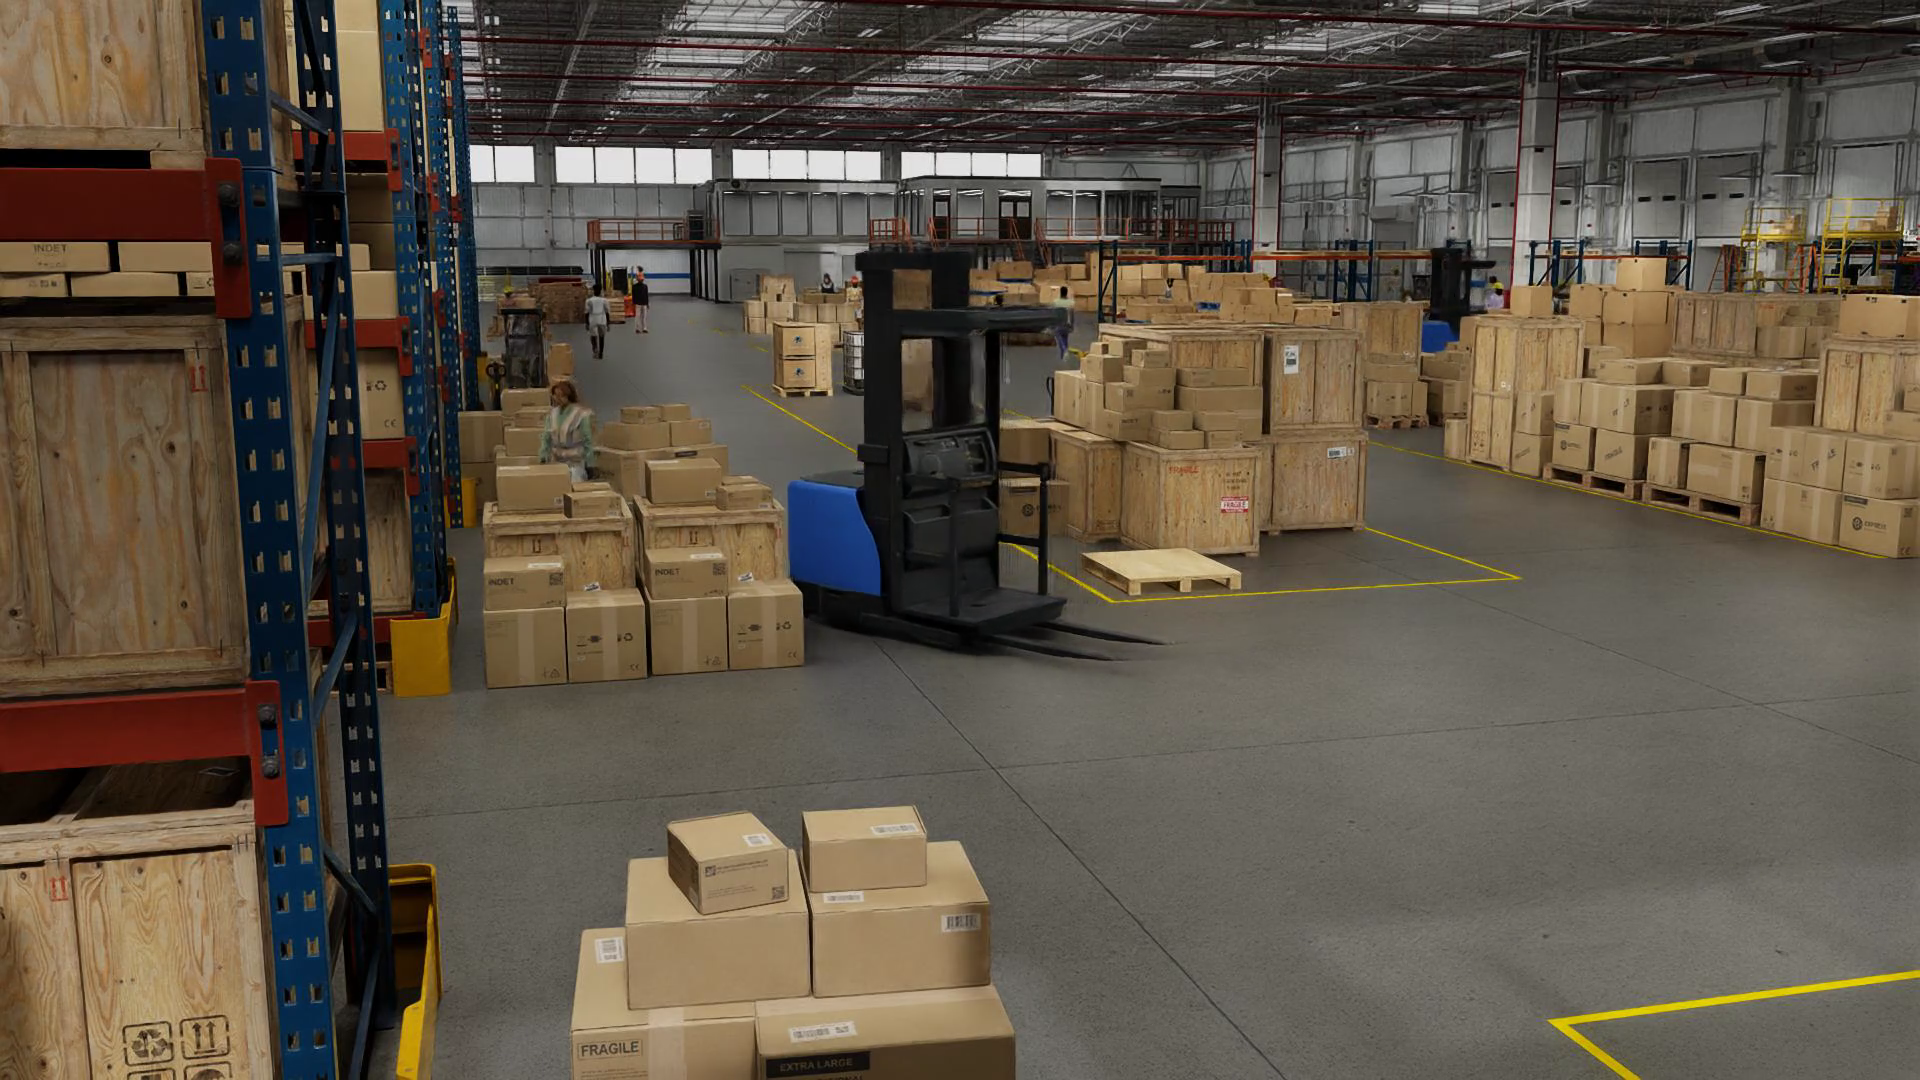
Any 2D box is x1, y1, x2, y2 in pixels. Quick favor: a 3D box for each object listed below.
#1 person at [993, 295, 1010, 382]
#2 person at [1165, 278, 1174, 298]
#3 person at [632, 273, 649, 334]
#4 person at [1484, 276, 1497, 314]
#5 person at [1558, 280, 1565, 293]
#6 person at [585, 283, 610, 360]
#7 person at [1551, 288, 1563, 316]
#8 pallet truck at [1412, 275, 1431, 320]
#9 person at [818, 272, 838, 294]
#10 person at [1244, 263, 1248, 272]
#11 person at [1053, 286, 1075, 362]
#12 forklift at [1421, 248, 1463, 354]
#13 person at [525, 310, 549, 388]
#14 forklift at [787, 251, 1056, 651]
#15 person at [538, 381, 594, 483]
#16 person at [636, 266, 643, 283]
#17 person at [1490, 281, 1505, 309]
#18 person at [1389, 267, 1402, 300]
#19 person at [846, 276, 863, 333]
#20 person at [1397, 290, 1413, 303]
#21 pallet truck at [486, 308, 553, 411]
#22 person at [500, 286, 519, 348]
[{"bbox_3d":[0.853,-4.244,35.188,0.557,1.834,0.510,-9,13,-41],"label":"person"},{"bbox_3d":[6.739,-7.507,53.588,0.328,1.862,0.501,2,10,10],"label":"person"},{"bbox_3d":[-10.514,-7.799,54.840,0.386,1.992,0.625,9,14,42],"label":"person"},{"bbox_3d":[18.789,-8.421,58.852,0.430,1.837,0.621,10,14,44],"label":"person"},{"bbox_3d":[20.879,-8.148,57.668,0.895,1.707,0.488,3,10,14],"label":"person"},{"bbox_3d":[-9.130,-5.495,41.934,0.613,1.944,0.572,-3,10,-16],"label":"person"},{"bbox_3d":[15.284,-5.616,43.033,0.517,1.795,0.956,-2,10,-14],"label":"person"},{"bbox_3d":[14.620,-7.324,52.145,0.823,1.965,1.885,8,13,40],"label":"pallet truck"},{"bbox_3d":[-4.400,-7.914,55.363,0.683,2.000,0.768,-1,10,-6],"label":"person"},{"bbox_3d":[15.903,-14.422,92.500,0.638,1.955,0.913,-2,10,-10],"label":"person"},{"bbox_3d":[2.575,-5.348,41.238,0.603,1.897,0.600,-4,11,-20],"label":"person"},{"bbox_3d":[11.440,-5.514,39.394,1.873,2.768,1.129,-3,10,-15],"label":"forklift"},{"bbox_3d":[-6.718,-2.705,26.276,0.523,1.896,0.658,1,10,4],"label":"person"},{"bbox_3d":[-0.340,-0.757,12.457,1.873,2.768,1.129,9,13,41],"label":"forklift"},{"bbox_3d":[-3.723,-0.674,15.571,0.519,1.610,0.708,7,12,34],"label":"person"},{"bbox_3d":[-16.611,-13.250,86.164,0.599,1.855,0.626,2,10,13],"label":"person"},{"bbox_3d":[14.738,-6.123,45.579,0.605,1.908,0.424,-10,14,-43],"label":"person"},{"bbox_3d":[20.667,-11.970,78.690,0.623,1.905,0.610,-4,11,-23],"label":"person"},{"bbox_3d":[-3.273,-7.254,51.924,0.552,1.933,0.372,1,10,3],"label":"person"},{"bbox_3d":[10.122,-4.777,38.042,0.653,1.892,0.926,3,10,16],"label":"person"},{"bbox_3d":[-6.242,-2.418,24.362,0.823,1.965,1.885,1,10,3],"label":"pallet truck"},{"bbox_3d":[-12.677,-6.249,46.752,0.543,1.748,0.461,2,10,9],"label":"person"}]
